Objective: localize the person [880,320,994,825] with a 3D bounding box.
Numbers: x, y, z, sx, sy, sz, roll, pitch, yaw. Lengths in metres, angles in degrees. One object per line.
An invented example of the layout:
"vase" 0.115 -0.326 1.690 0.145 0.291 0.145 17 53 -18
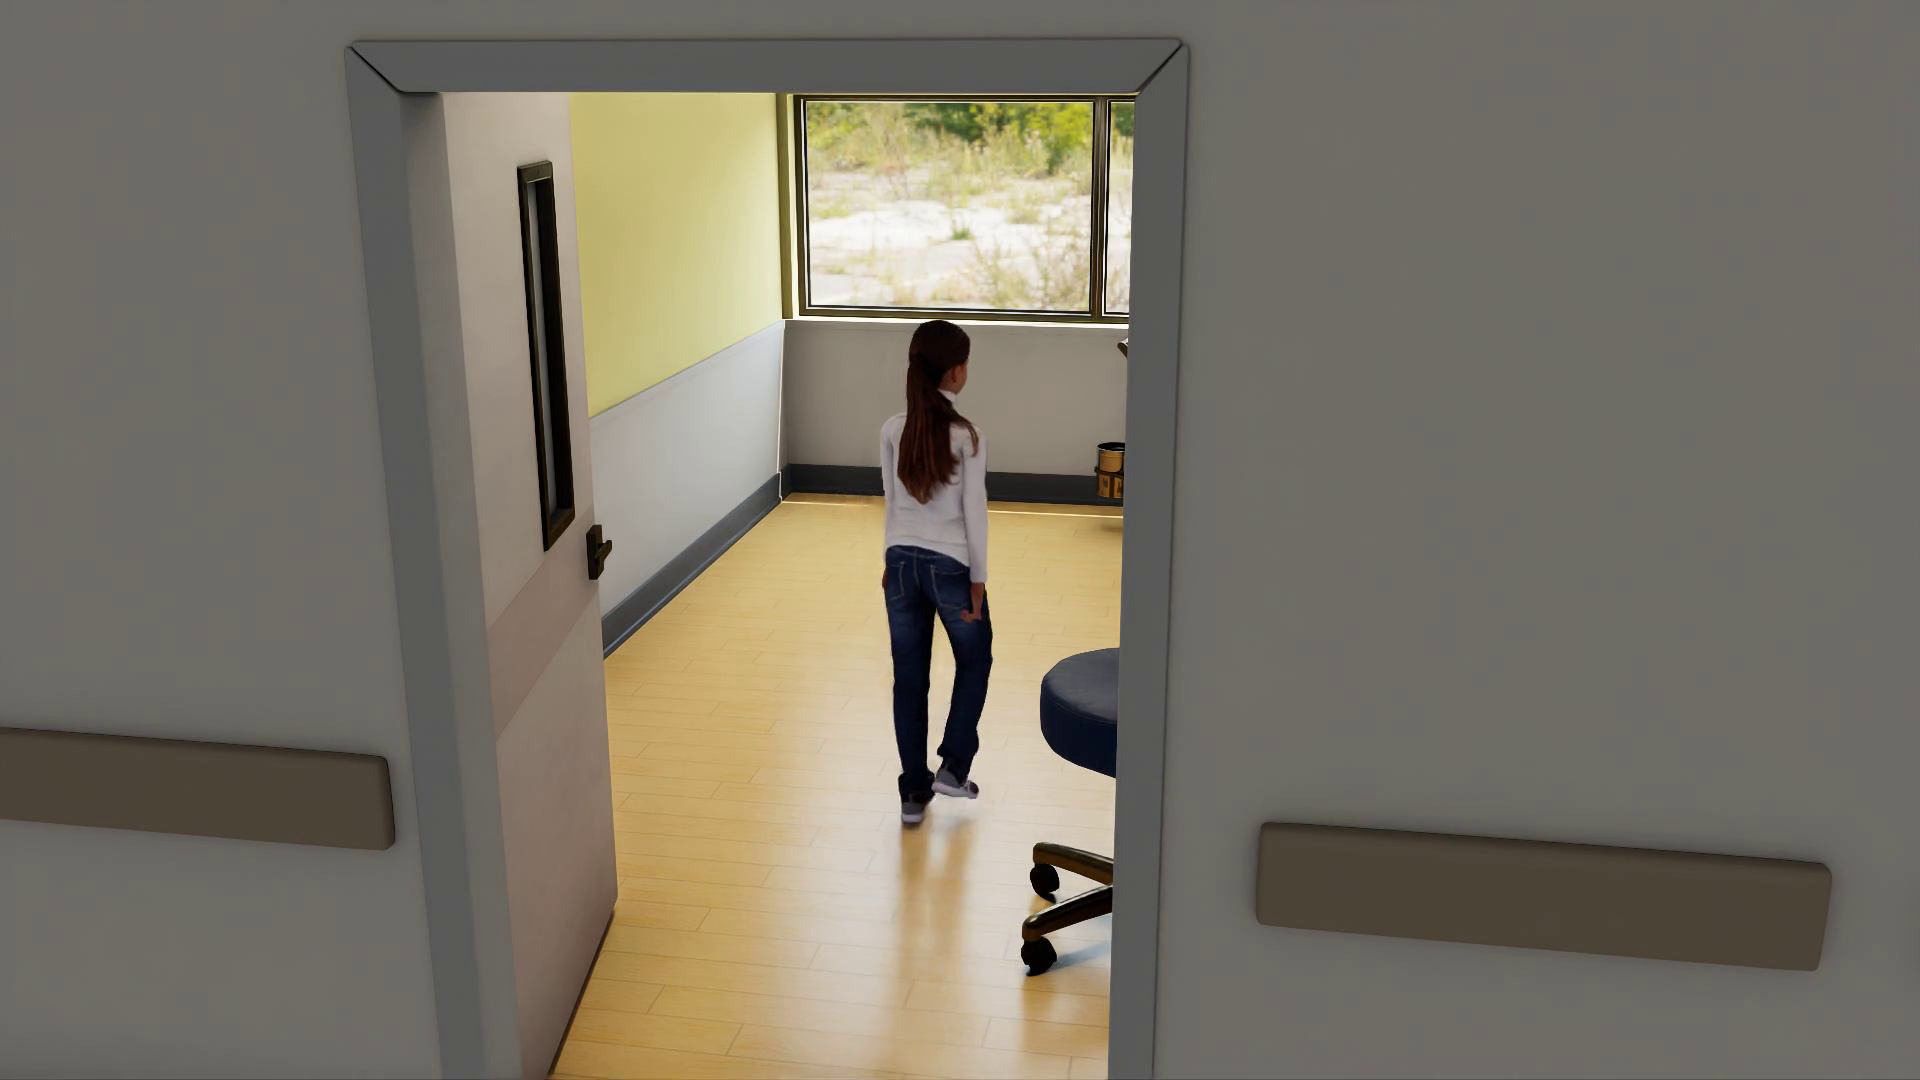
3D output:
"person" -0.109 0.133 4.988 0.510 1.544 0.597 3 16 12
